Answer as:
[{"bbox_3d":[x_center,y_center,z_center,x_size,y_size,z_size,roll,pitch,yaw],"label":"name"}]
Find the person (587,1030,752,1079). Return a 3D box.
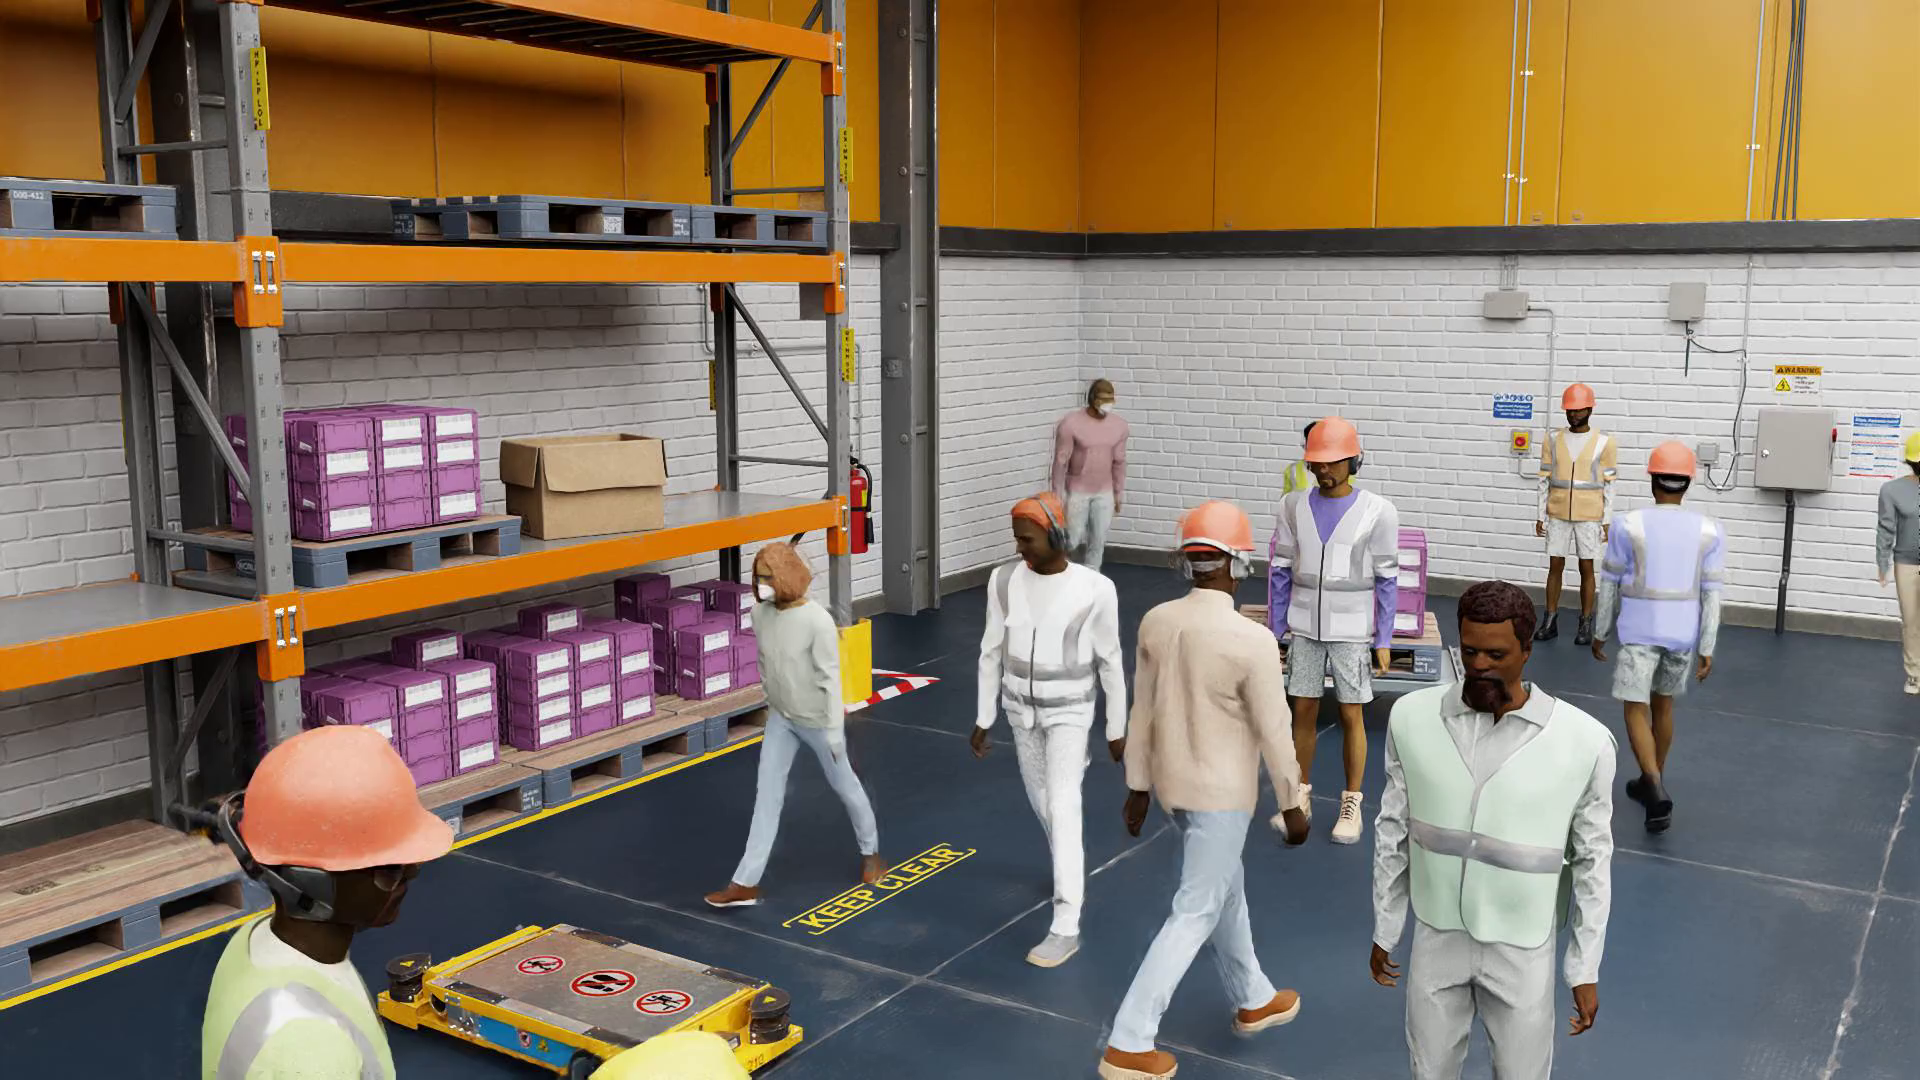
[{"bbox_3d":[-0.409,1.461,2.068,0.911,1.787,0.587,-6,10,-32],"label":"person"}]

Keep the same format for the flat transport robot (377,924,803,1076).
[{"bbox_3d":[-1.317,1.631,5.844,1.431,0.197,0.652,6,10,32],"label":"flat transport robot"}]

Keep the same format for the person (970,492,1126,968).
[{"bbox_3d":[0.396,0.709,6.826,0.582,1.847,0.902,5,10,30],"label":"person"}]

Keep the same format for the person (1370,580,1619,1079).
[{"bbox_3d":[1.372,1.041,4.349,0.599,1.915,0.375,6,10,32],"label":"person"}]

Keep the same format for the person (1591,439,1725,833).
[{"bbox_3d":[3.451,0.466,8.157,0.547,1.906,0.864,1,9,5],"label":"person"}]

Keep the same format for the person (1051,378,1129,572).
[{"bbox_3d":[1.028,-0.388,13.671,0.653,1.911,0.663,-4,9,-22],"label":"person"}]

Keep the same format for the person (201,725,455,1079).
[{"bbox_3d":[-1.017,1.266,2.718,1.020,1.976,0.631,-4,10,-23],"label":"person"}]

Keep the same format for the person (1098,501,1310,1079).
[{"bbox_3d":[0.836,0.836,5.625,1.003,1.940,0.607,-5,10,-29],"label":"person"}]

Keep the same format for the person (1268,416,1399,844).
[{"bbox_3d":[1.754,0.429,7.928,0.616,2.039,0.387,6,10,32],"label":"person"}]

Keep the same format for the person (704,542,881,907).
[{"bbox_3d":[-0.663,0.774,7.177,0.547,1.581,0.855,7,11,38],"label":"person"}]

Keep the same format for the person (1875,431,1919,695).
[{"bbox_3d":[6.126,0.167,10.606,0.539,1.735,0.699,7,11,38],"label":"person"}]

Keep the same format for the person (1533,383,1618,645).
[{"bbox_3d":[4.536,-0.191,12.291,0.553,1.935,0.364,6,10,32],"label":"person"}]

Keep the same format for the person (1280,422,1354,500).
[{"bbox_3d":[2.555,-0.005,11.901,0.574,1.690,0.332,5,10,28],"label":"person"}]
